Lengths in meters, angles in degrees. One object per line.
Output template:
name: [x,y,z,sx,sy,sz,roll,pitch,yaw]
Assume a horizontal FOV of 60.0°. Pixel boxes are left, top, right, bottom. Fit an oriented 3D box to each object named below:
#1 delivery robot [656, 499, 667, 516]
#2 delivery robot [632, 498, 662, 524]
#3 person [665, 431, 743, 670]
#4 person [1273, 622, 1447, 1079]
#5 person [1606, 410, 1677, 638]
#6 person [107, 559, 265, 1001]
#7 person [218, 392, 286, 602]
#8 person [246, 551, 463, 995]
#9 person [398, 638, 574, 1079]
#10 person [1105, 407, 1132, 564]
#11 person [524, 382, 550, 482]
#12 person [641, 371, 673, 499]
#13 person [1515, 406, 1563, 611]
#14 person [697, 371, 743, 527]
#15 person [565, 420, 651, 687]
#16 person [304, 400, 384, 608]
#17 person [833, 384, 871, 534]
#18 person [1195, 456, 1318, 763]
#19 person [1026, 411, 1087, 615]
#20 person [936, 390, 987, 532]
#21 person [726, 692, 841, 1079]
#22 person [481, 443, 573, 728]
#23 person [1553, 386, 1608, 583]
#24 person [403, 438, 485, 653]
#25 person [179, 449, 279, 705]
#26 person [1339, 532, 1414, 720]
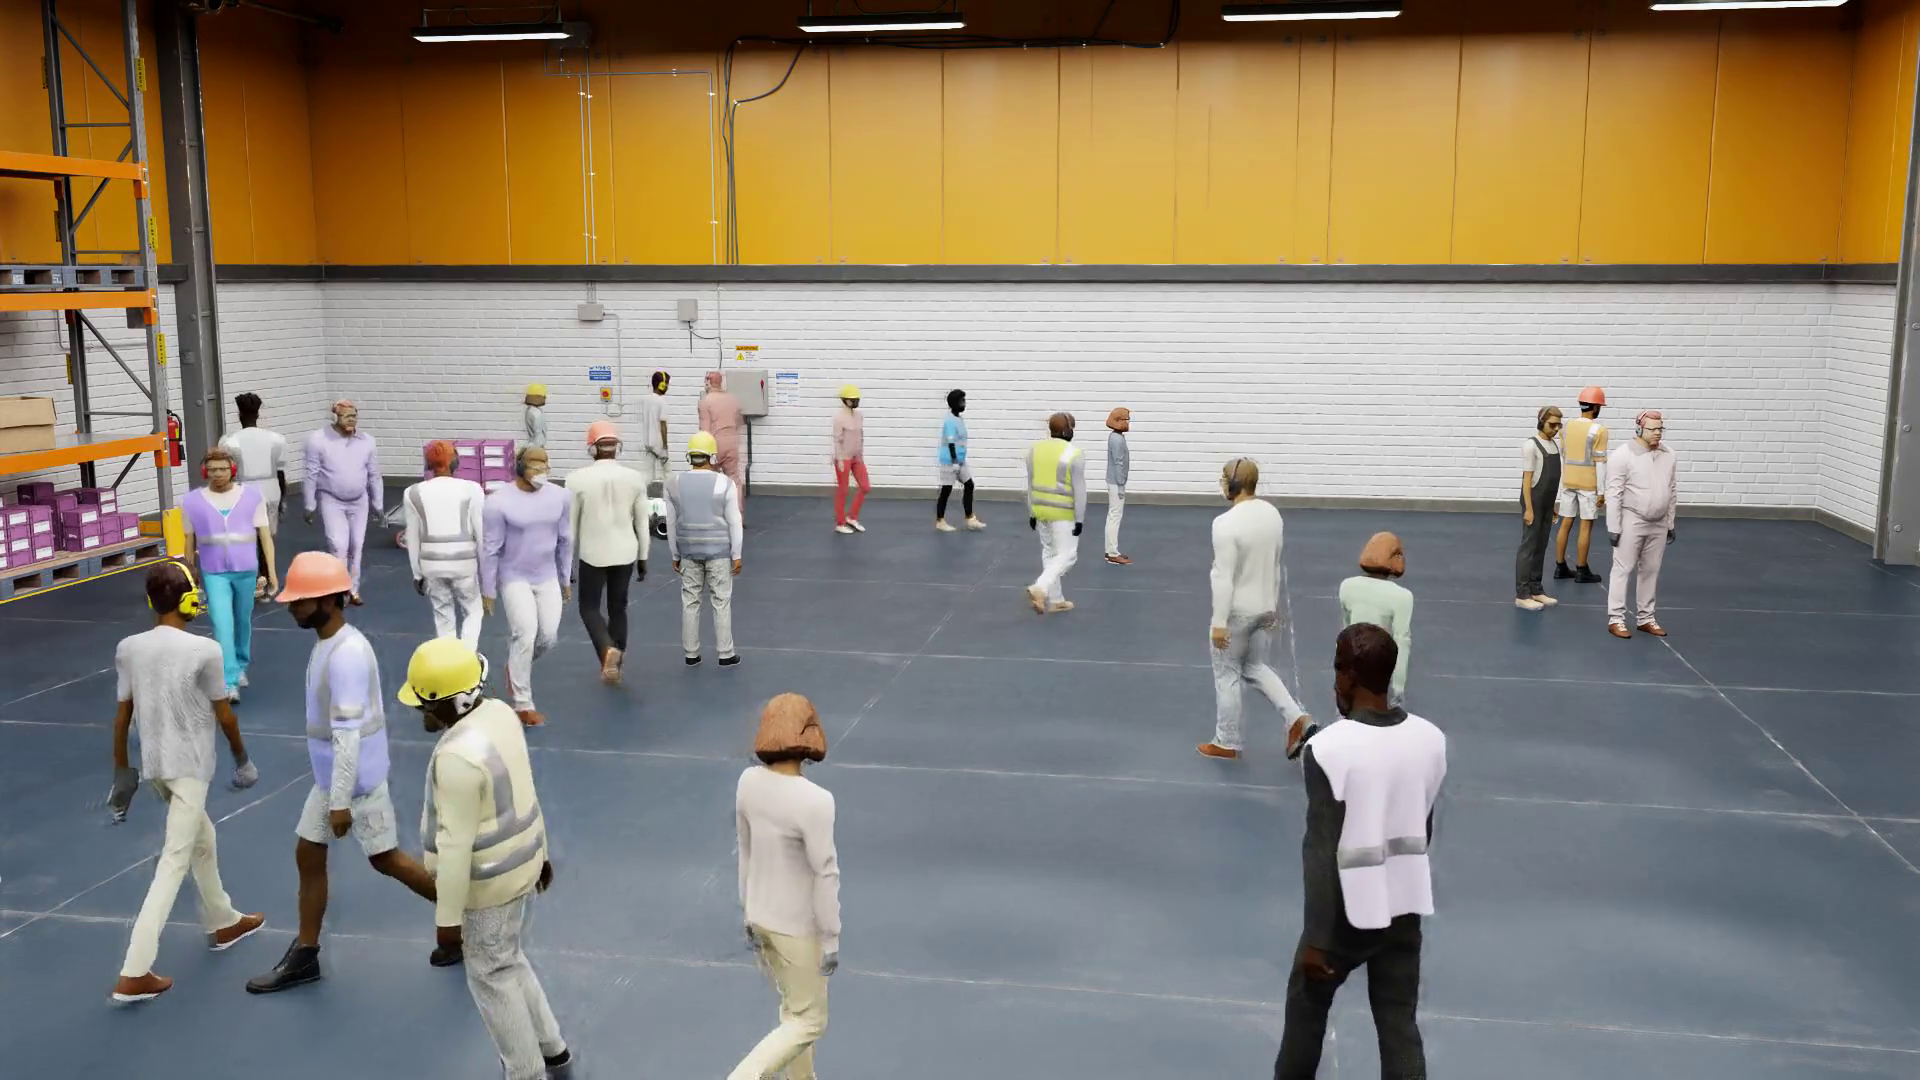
delivery robot: [-3.100,-0.343,19.004,0.707,0.478,0.477,1,9,4]
delivery robot: [-3.810,-0.369,19.167,0.707,0.478,0.477,1,9,6]
person: [-1.936,0.083,12.696,0.589,1.833,0.404,1,9,9]
person: [1.287,1.200,5.598,0.634,1.878,0.897,-5,10,-28]
person: [5.673,-0.129,13.816,0.646,1.902,0.403,-3,10,-17]
person: [-3.359,0.994,7.129,0.483,1.820,0.954,3,10,20]
person: [-6.414,-0.370,15.137,0.601,1.946,0.554,-8,12,-39]
person: [-2.517,0.965,7.073,0.971,1.898,0.555,-5,11,-30]
person: [-1.700,1.199,5.907,0.468,1.787,0.619,0,9,-1]
person: [1.655,-0.571,17.368,0.277,1.633,0.507,0,9,-1]
person: [-5.168,-1.036,20.004,0.607,1.722,0.484,-5,10,-27]
person: [-3.770,-1.147,20.342,0.527,1.834,0.792,7,12,38]
person: [5.243,-0.294,15.018,0.506,1.839,0.343,-9,13,-43]
person: [-2.931,-1.076,19.804,0.981,1.852,0.664,8,12,42]
person: [-2.534,0.127,12.031,0.644,1.961,0.718,-5,10,-26]
person: [-5.533,-0.321,15.020,0.686,1.885,0.587,-8,12,-41]
person: [-1.274,-0.934,19.254,0.444,1.749,0.546,7,11,35]
person: [1.793,0.449,10.152,0.687,1.923,0.645,8,12,42]
person: [0.803,-0.217,14.617,0.638,1.825,0.678,9,13,43]
person: [0.027,-0.910,19.350,0.706,1.670,0.552,3,9,15]
person: [-0.654,1.328,5.667,0.613,1.610,0.500,-8,12,-42]
person: [-2.956,0.279,11.247,0.658,1.912,0.650,-8,12,-41]
person: [6.110,-0.542,16.284,0.380,1.929,0.541,-6,11,-32]
person: [-3.614,0.216,11.757,0.598,1.868,0.492,-1,9,-8]
person: [-5.199,0.238,11.857,0.591,1.793,0.972,-5,10,-29]
person: [2.355,0.747,9.305,0.815,1.590,0.493,-9,13,-44]
